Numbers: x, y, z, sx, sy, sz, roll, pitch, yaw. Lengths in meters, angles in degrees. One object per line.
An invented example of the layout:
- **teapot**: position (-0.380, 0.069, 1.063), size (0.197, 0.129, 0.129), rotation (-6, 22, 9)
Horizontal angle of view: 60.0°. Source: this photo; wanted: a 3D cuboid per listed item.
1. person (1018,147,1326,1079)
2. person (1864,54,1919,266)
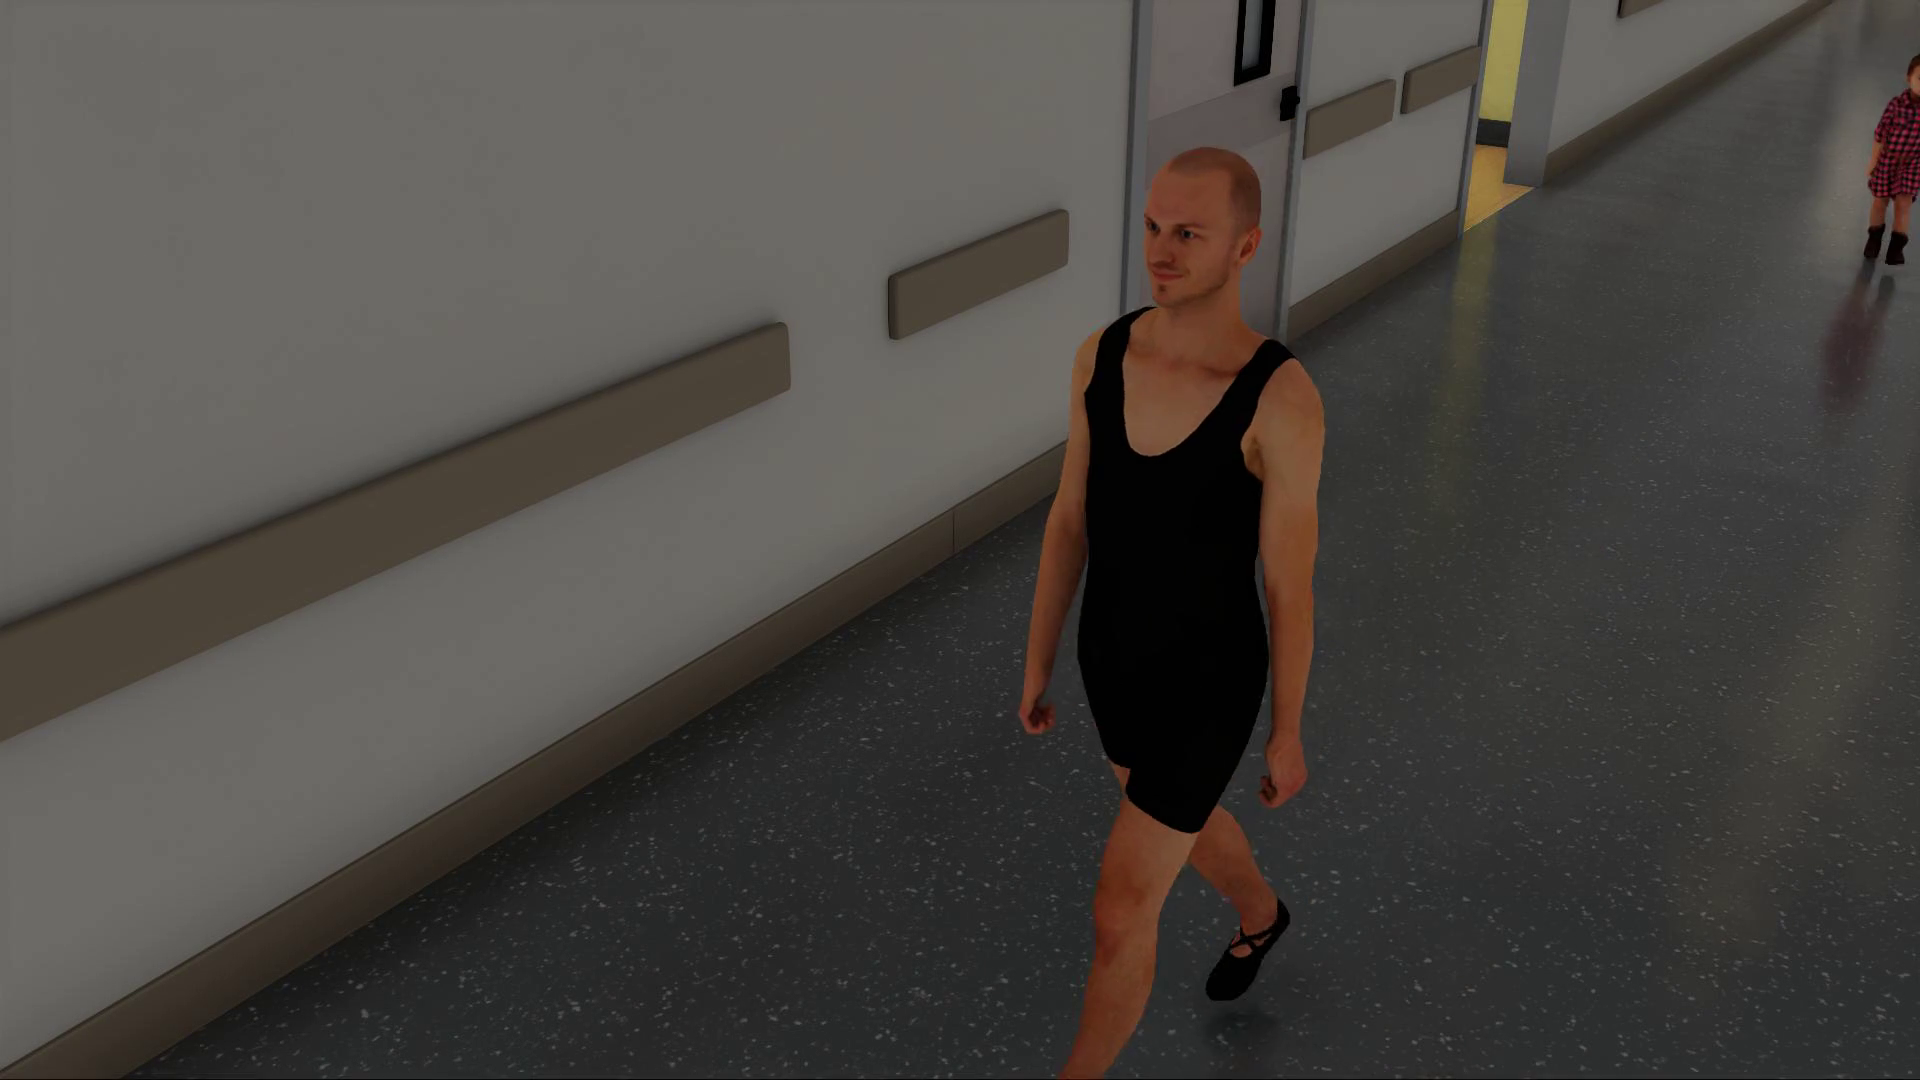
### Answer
- **person**: position (0.428, 0.223, 2.929), size (0.904, 1.775, 1.152), rotation (-22, 33, -37)
- **person**: position (4.609, -1.875, 8.164), size (0.651, 1.006, 0.573), rotation (11, 28, 22)
